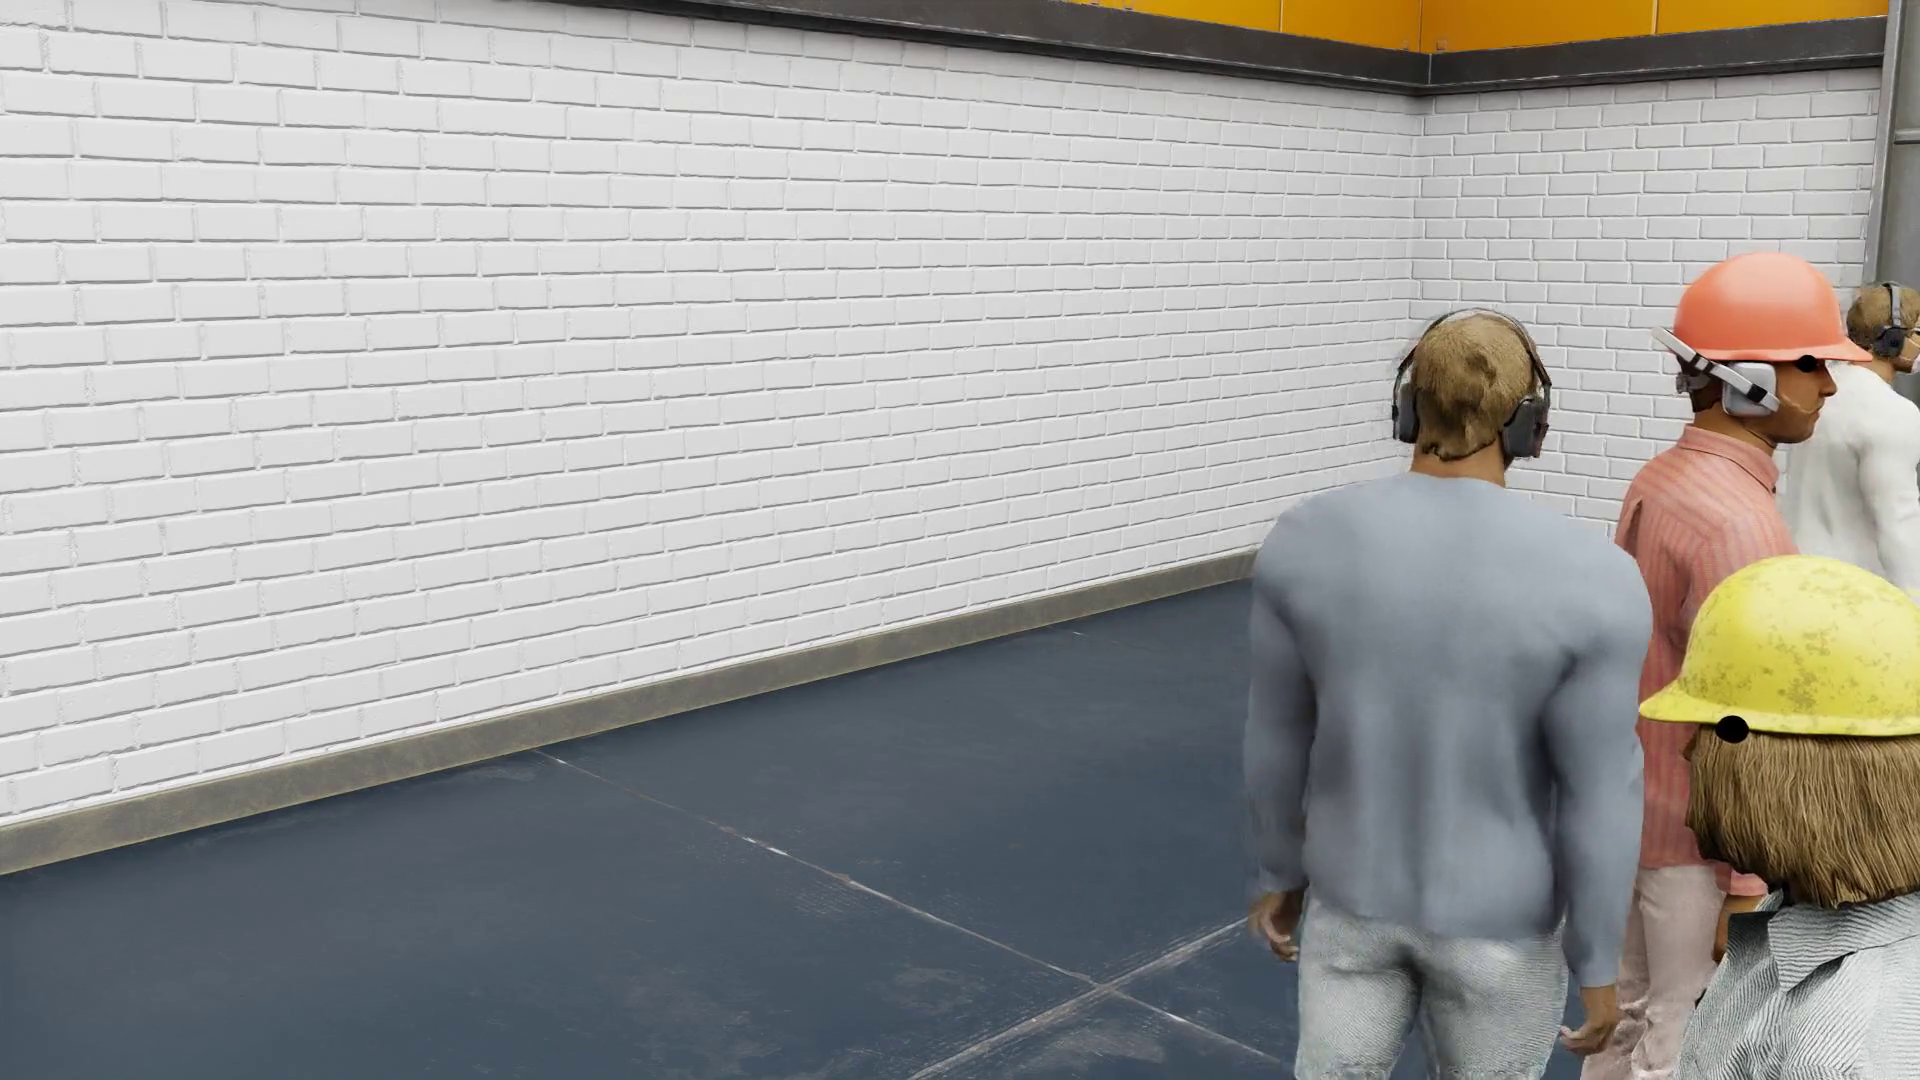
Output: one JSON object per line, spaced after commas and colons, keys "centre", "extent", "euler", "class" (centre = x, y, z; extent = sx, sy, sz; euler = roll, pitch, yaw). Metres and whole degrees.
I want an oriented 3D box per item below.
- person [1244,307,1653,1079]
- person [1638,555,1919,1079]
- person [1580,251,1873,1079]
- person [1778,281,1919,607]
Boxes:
{"centre": [0.711, 0.596, 2.637], "extent": [0.645, 1.915, 0.786], "euler": [7, 13, 35], "class": "person"}
{"centre": [0.780, 0.873, 1.620], "extent": [0.320, 1.737, 0.485], "euler": [5, 11, 24], "class": "person"}
{"centre": [1.307, 0.504, 2.923], "extent": [0.382, 1.995, 0.612], "euler": [2, 10, 8], "class": "person"}
{"centre": [2.803, 0.142, 5.208], "extent": [1.051, 1.880, 0.657], "euler": [2, 11, 9], "class": "person"}
